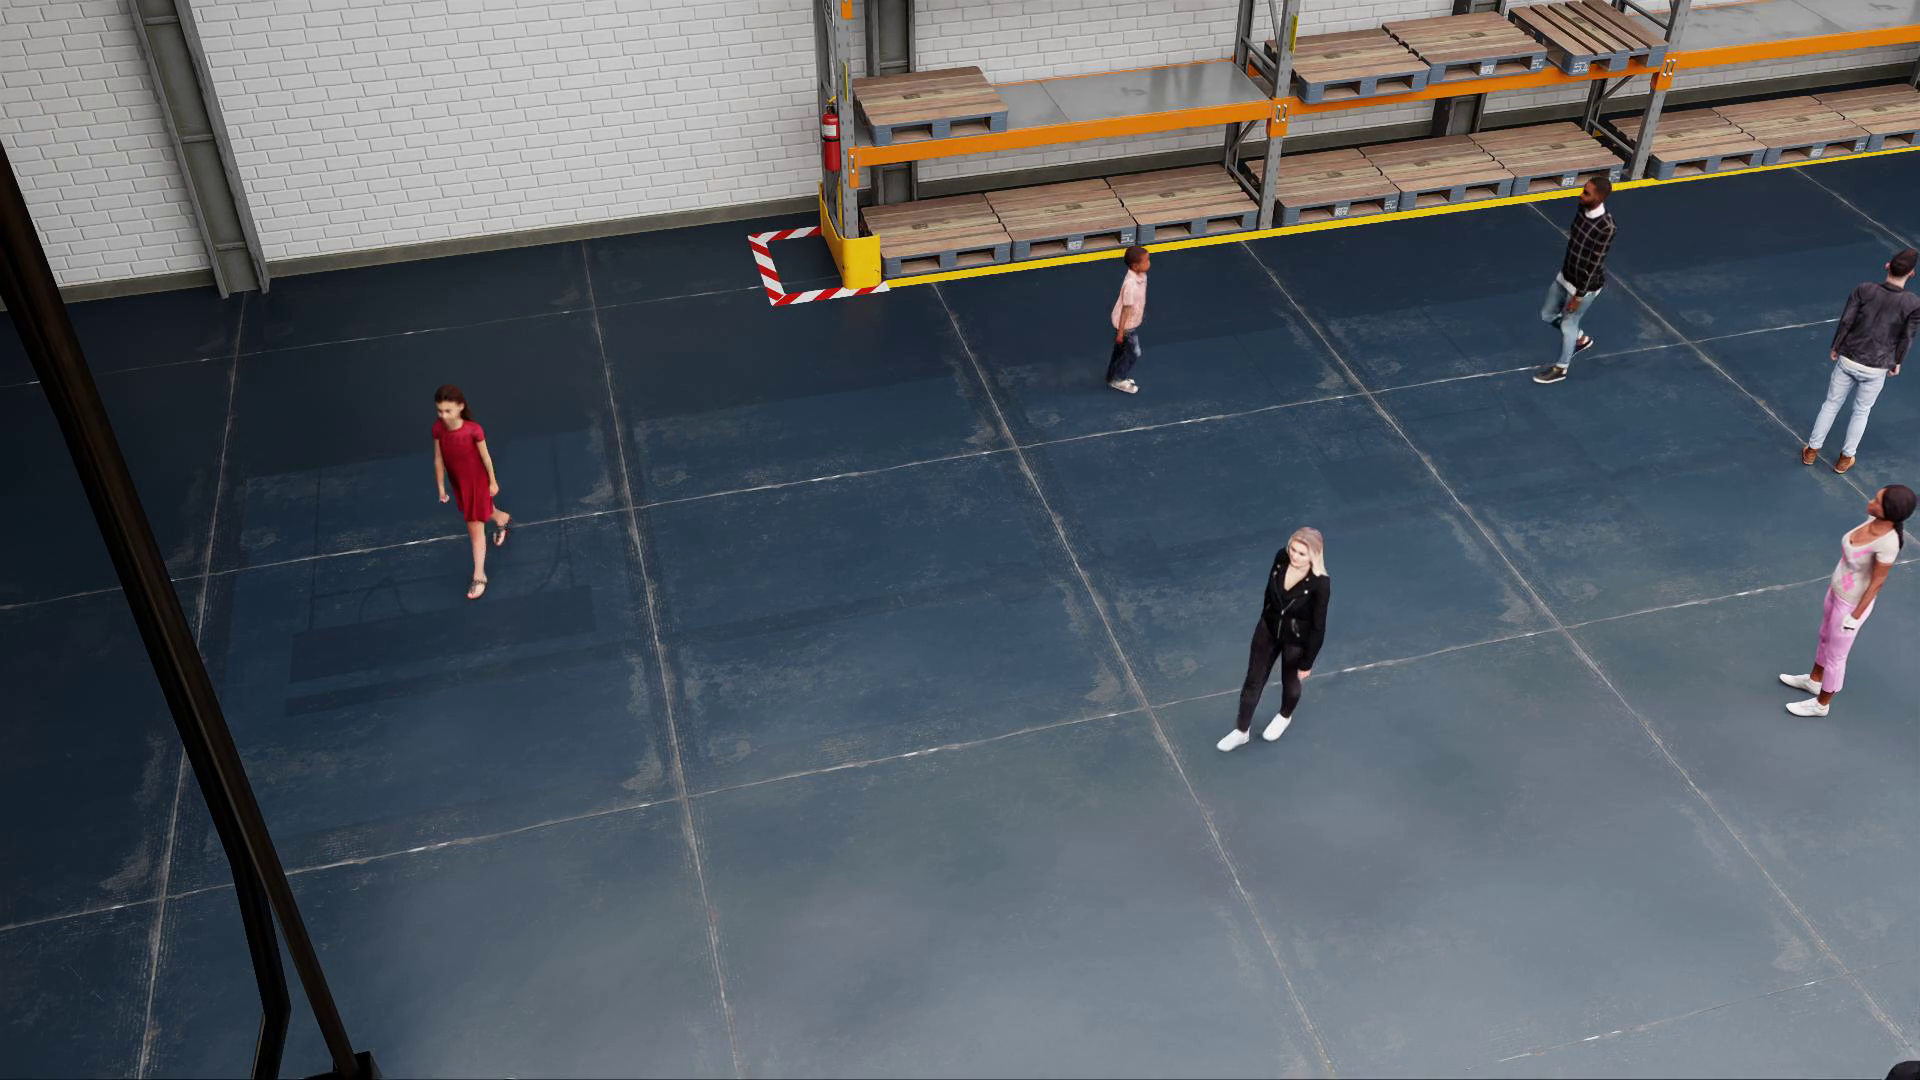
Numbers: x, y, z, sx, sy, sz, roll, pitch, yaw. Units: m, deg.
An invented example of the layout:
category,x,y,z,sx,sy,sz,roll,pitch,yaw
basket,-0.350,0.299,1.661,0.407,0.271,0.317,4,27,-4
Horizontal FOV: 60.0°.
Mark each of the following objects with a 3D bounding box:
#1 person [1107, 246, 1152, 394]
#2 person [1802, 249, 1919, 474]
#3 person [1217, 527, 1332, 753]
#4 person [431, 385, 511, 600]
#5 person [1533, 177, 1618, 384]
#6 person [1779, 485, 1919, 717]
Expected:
category,x,y,z,sx,sy,sz,roll,pitch,yaw
person,1.270,-1.758,13.278,0.643,1.293,0.629,7,39,9
person,6.686,-1.321,12.296,0.726,1.836,0.767,22,44,25
person,2.043,0.554,10.078,0.960,1.674,0.858,-30,48,-32
person,-3.354,-0.448,11.458,1.076,1.519,0.888,5,39,7
person,5.015,-2.058,13.244,0.748,1.805,0.652,-8,39,-10
person,5.491,0.369,10.256,0.665,1.741,0.663,9,39,11
